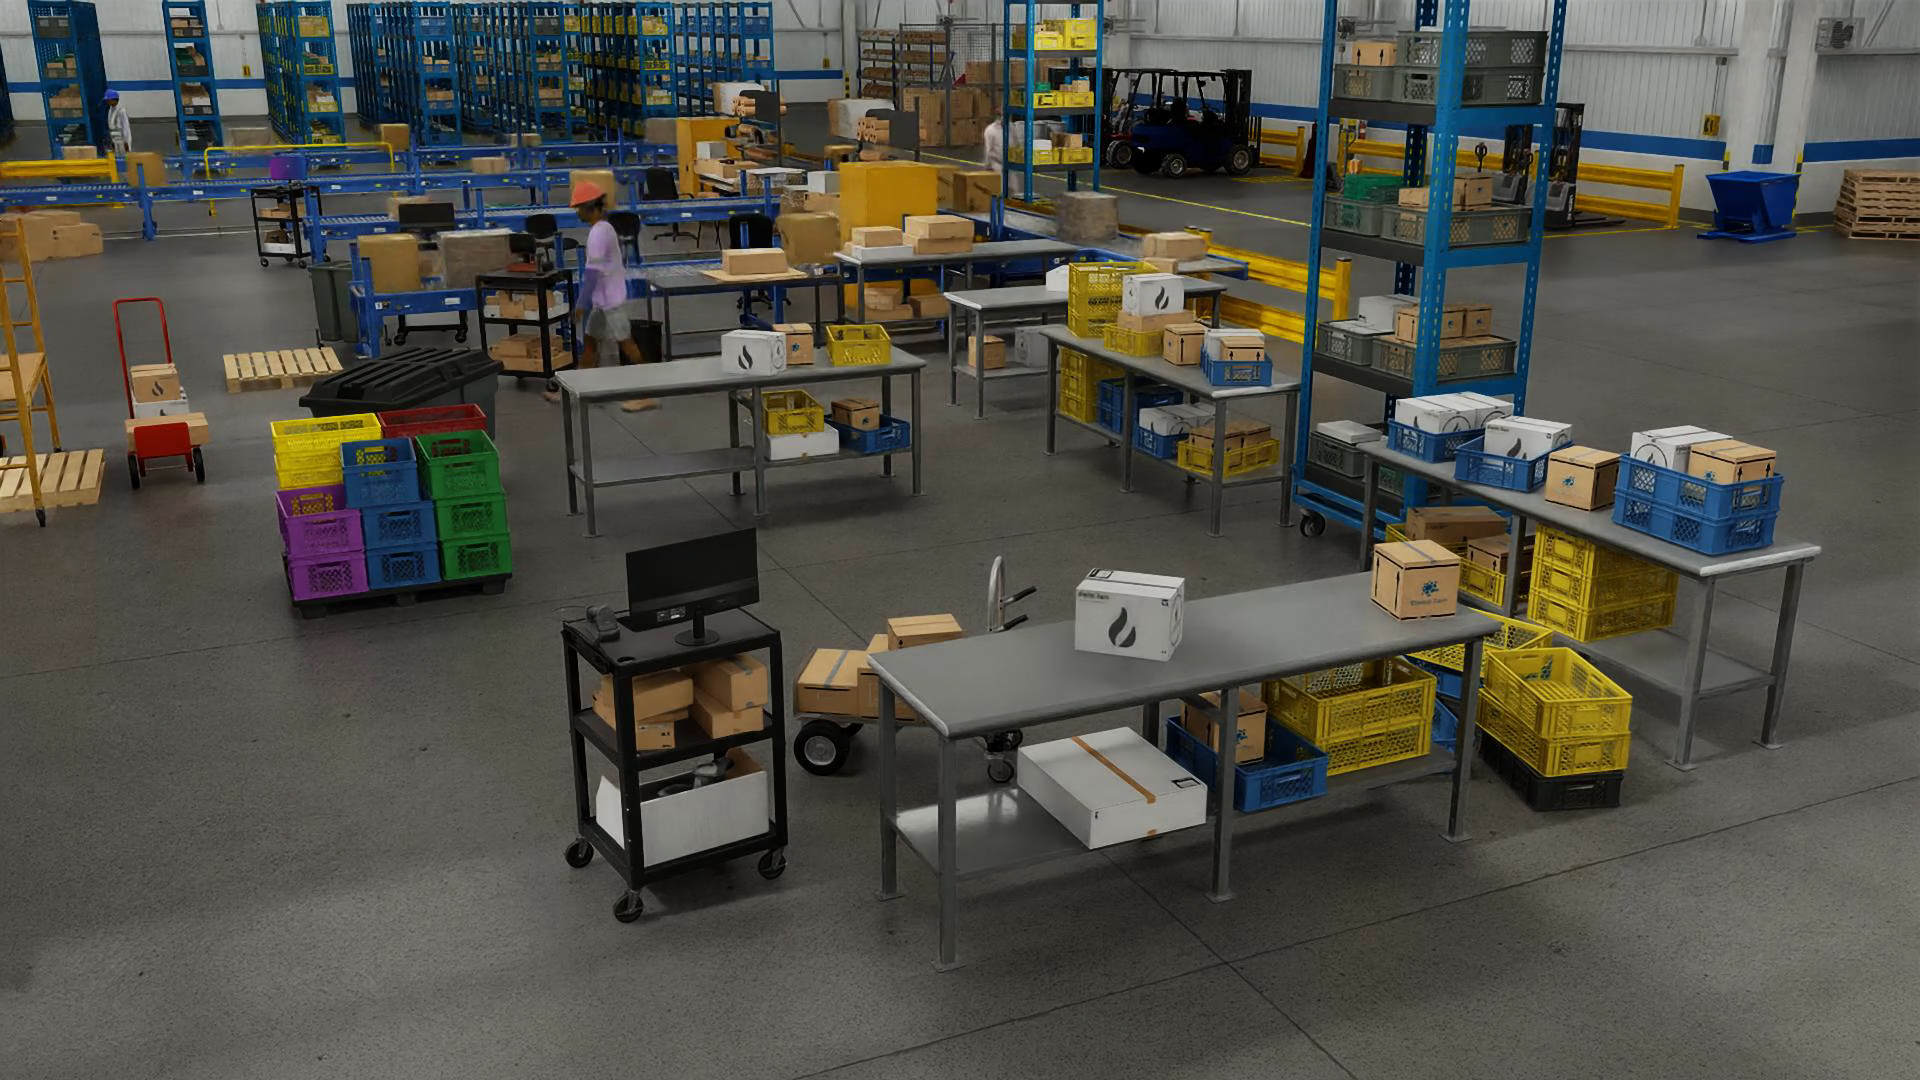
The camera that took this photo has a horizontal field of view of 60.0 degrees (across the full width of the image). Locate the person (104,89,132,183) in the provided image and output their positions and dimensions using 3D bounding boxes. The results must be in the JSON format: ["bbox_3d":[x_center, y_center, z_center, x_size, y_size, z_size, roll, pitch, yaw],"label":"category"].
[{"bbox_3d":[-16.298,-7.750,32.279,0.609,1.939,0.417,16,23,40],"label":"person"}]

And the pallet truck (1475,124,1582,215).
[{"bbox_3d":[9.707,-6.455,28.103,1.885,1.965,0.823,-7,19,-20],"label":"pallet truck"}]

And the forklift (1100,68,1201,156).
[{"bbox_3d":[4.082,-9.564,37.410,2.680,1.987,1.157,-8,19,-23],"label":"forklift"}]

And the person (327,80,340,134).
[{"bbox_3d":[-16.717,-11.538,44.358,0.391,1.846,0.564,-2,18,-5],"label":"person"}]

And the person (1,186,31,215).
[{"bbox_3d":[-15.892,-6.063,27.327,0.881,1.726,0.527,-13,22,-36],"label":"person"}]

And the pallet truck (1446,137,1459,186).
[{"bbox_3d":[9.184,-6.485,29.328,1.630,1.274,0.653,-8,19,-23],"label":"pallet truck"}]

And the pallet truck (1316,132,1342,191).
[{"bbox_3d":[7.723,-7.504,32.656,1.601,1.201,0.680,-8,19,-23],"label":"pallet truck"}]

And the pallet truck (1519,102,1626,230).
[{"bbox_3d":[9.972,-6.037,26.785,1.885,1.965,0.823,-9,20,-25],"label":"pallet truck"}]

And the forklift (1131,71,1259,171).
[{"bbox_3d":[4.998,-8.936,35.413,2.680,1.987,1.157,-9,20,-25],"label":"forklift"}]

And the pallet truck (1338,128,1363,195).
[{"bbox_3d":[7.845,-7.140,31.411,1.522,1.261,0.704,-9,20,-25],"label":"pallet truck"}]

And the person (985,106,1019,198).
[{"bbox_3d":[0.709,-6.189,27.441,0.648,1.888,0.427,-10,20,-29],"label":"person"}]

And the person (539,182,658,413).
[{"bbox_3d":[-3.144,-2.058,14.275,1.058,1.968,0.632,-5,18,-14],"label":"person"}]
